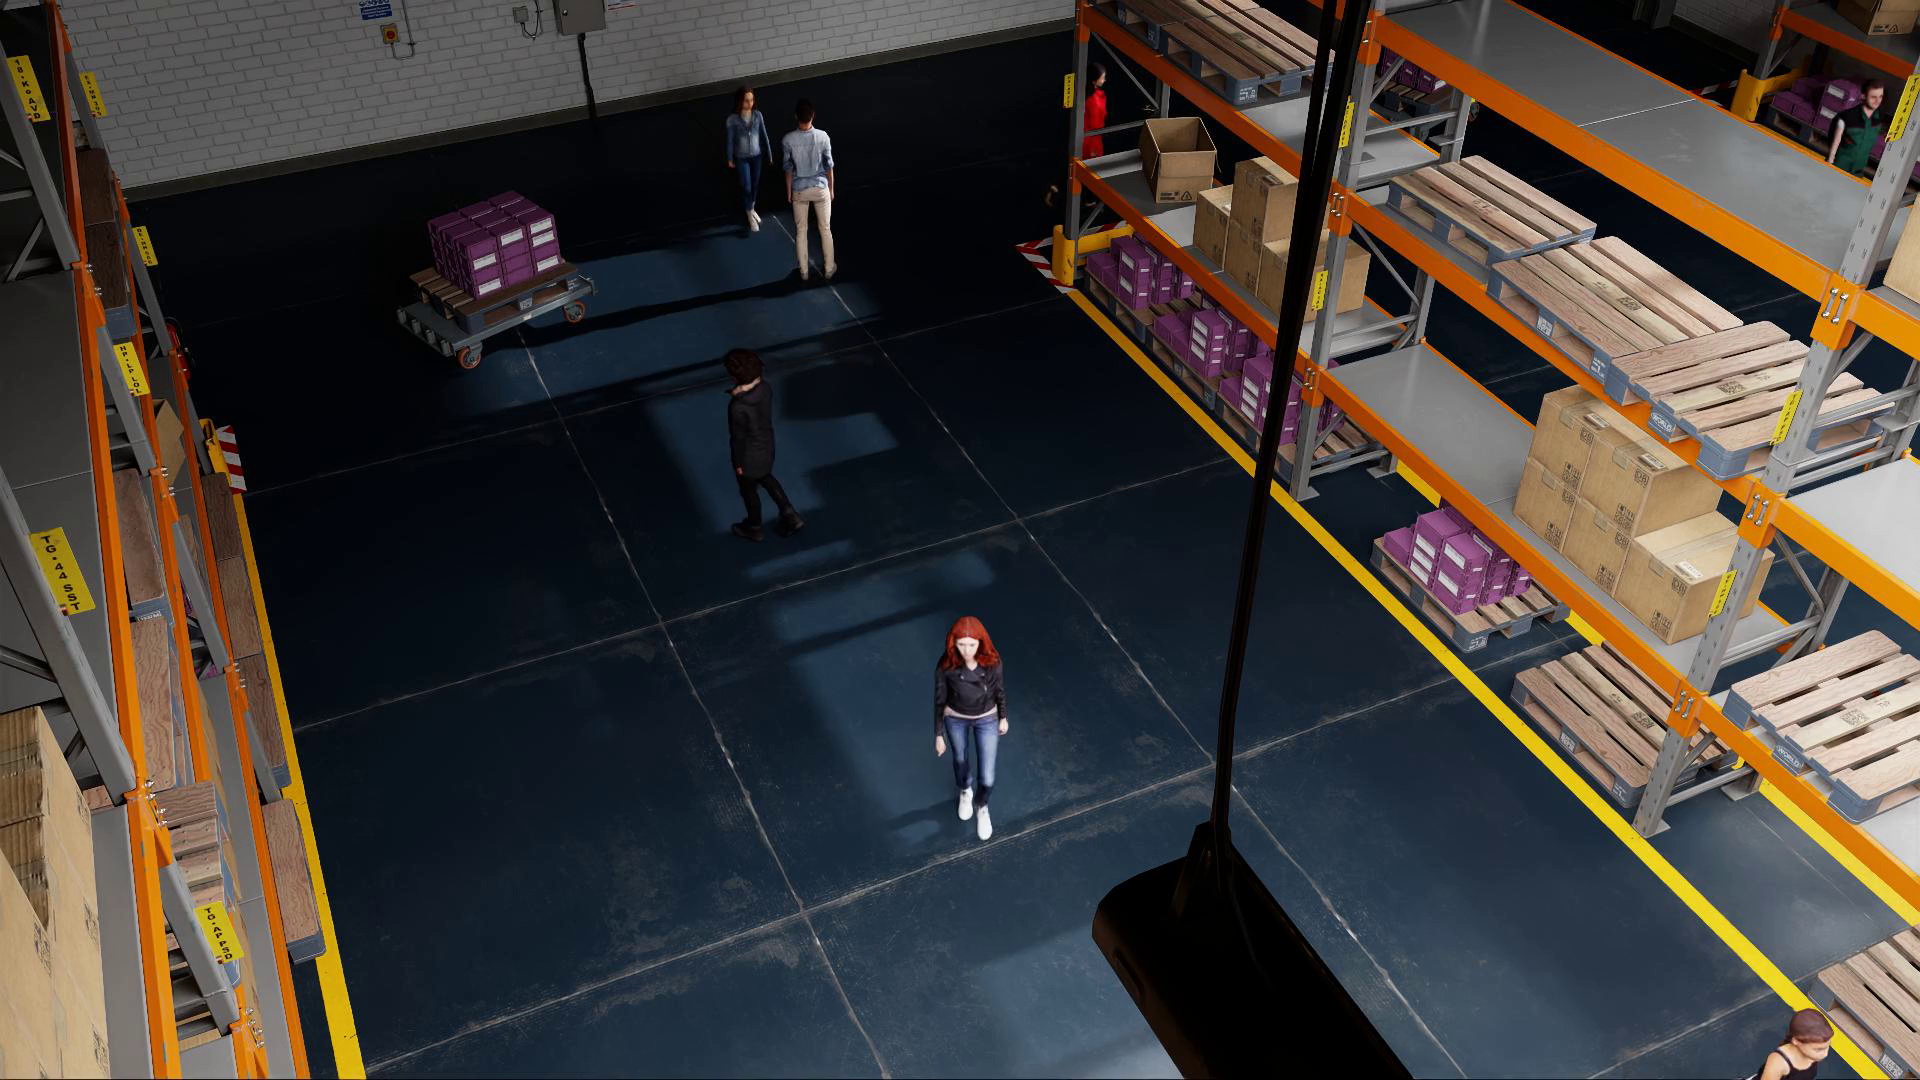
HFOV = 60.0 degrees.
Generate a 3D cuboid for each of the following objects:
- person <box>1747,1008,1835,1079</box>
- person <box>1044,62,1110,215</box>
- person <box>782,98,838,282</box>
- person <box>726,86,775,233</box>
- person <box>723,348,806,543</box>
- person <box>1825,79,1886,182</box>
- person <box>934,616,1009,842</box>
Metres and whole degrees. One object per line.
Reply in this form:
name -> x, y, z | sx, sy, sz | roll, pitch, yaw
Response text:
person -> 4.036, 2.842, 8.505 | 0.544, 1.522, 1.020 | -18, 42, -21
person -> 1.230, -4.044, 16.968 | 0.789, 1.720, 0.899 | -10, 40, -13
person -> -1.446, -3.374, 16.027 | 0.718, 1.848, 0.683 | -3, 39, -3
person -> -2.201, -3.963, 17.066 | 0.627, 1.472, 0.700 | -20, 43, -23
person -> -1.512, -0.678, 12.713 | 1.006, 1.770, 0.906 | 19, 42, 22
person -> 8.726, -3.729, 16.482 | 0.721, 1.834, 0.727 | -6, 39, -7
person -> 0.067, 1.105, 10.487 | 0.771, 1.762, 0.846 | 0, 39, 0
